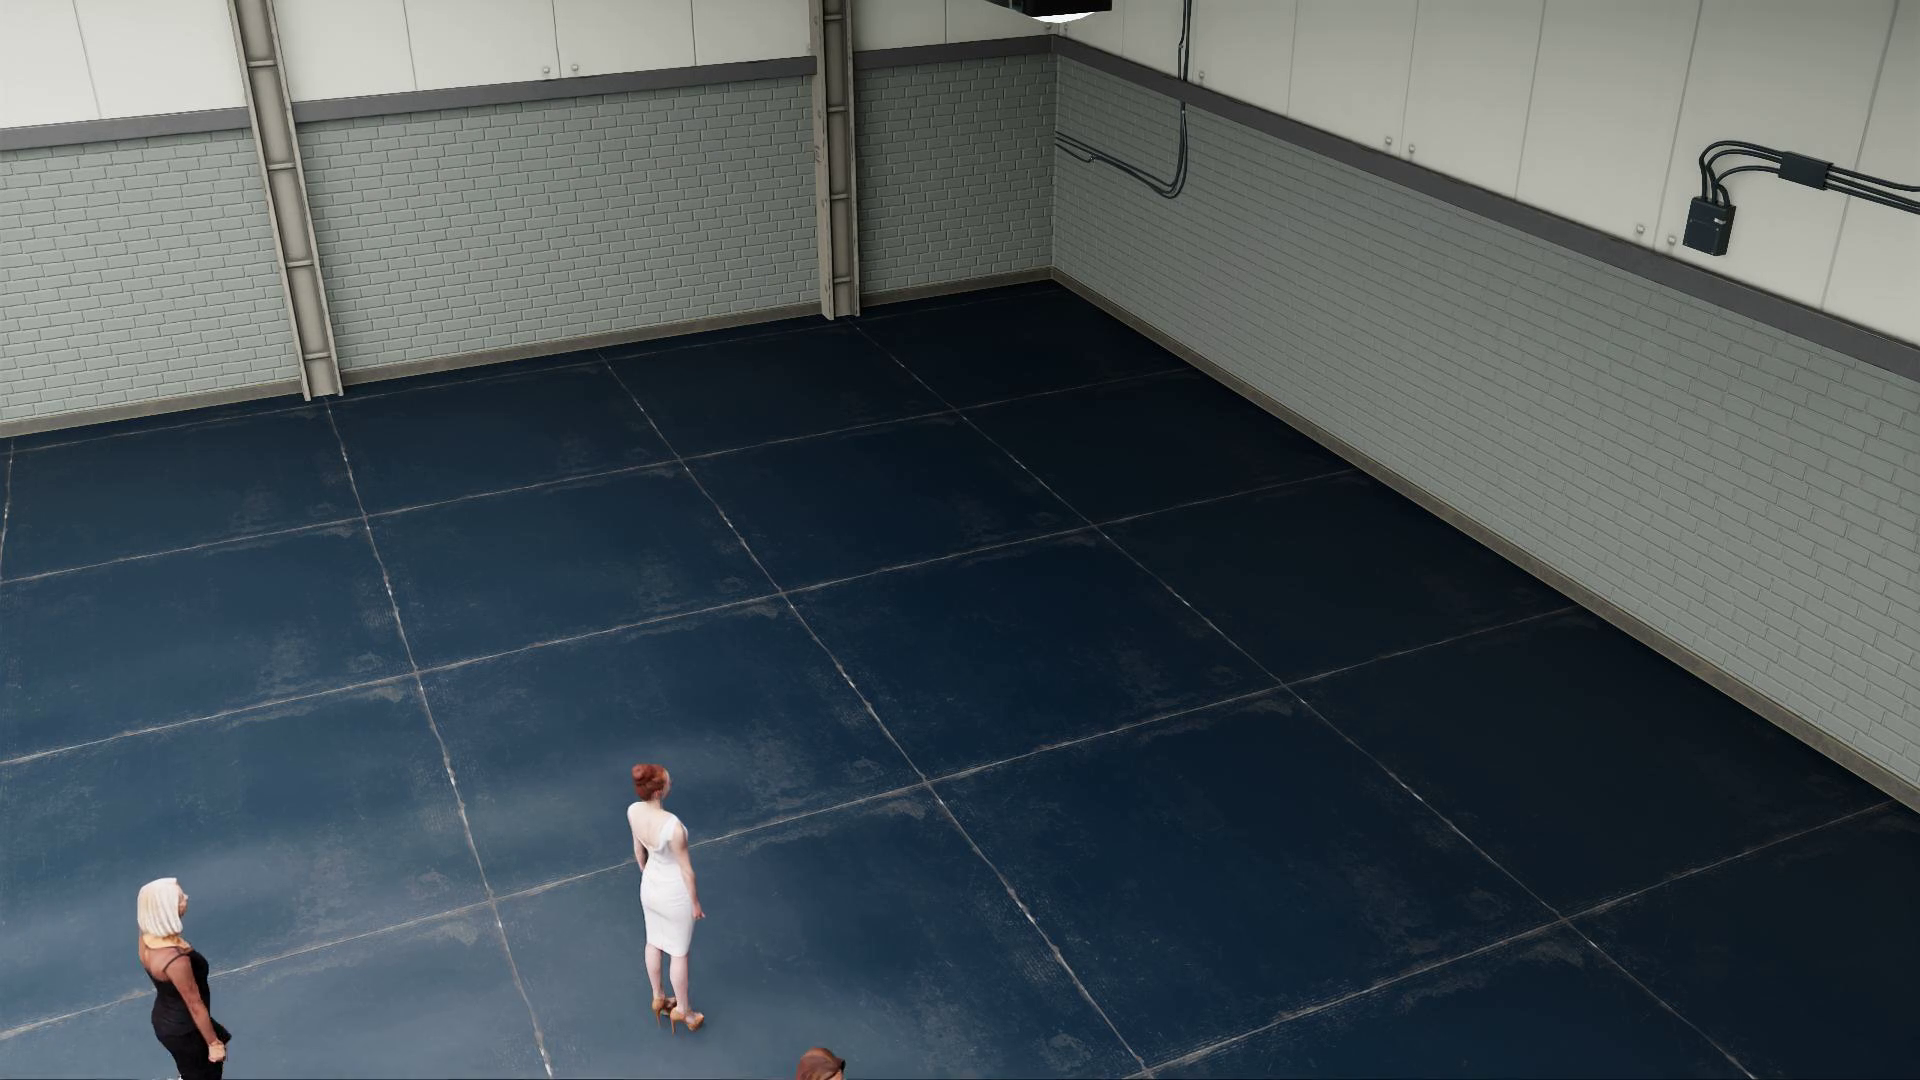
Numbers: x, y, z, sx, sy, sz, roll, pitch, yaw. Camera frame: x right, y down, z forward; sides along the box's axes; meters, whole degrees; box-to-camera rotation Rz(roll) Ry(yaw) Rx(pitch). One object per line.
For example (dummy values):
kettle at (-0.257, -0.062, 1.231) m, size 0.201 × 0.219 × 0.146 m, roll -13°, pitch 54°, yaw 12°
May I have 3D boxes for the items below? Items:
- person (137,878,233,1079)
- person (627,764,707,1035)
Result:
person at (-3.914, 2.451, 8.243) m, size 0.798 × 1.736 × 0.699 m, roll -21°, pitch 34°, yaw -34°
person at (-1.623, 1.960, 9.134) m, size 0.640 × 1.793 × 0.630 m, roll 19°, pitch 33°, yaw 32°
